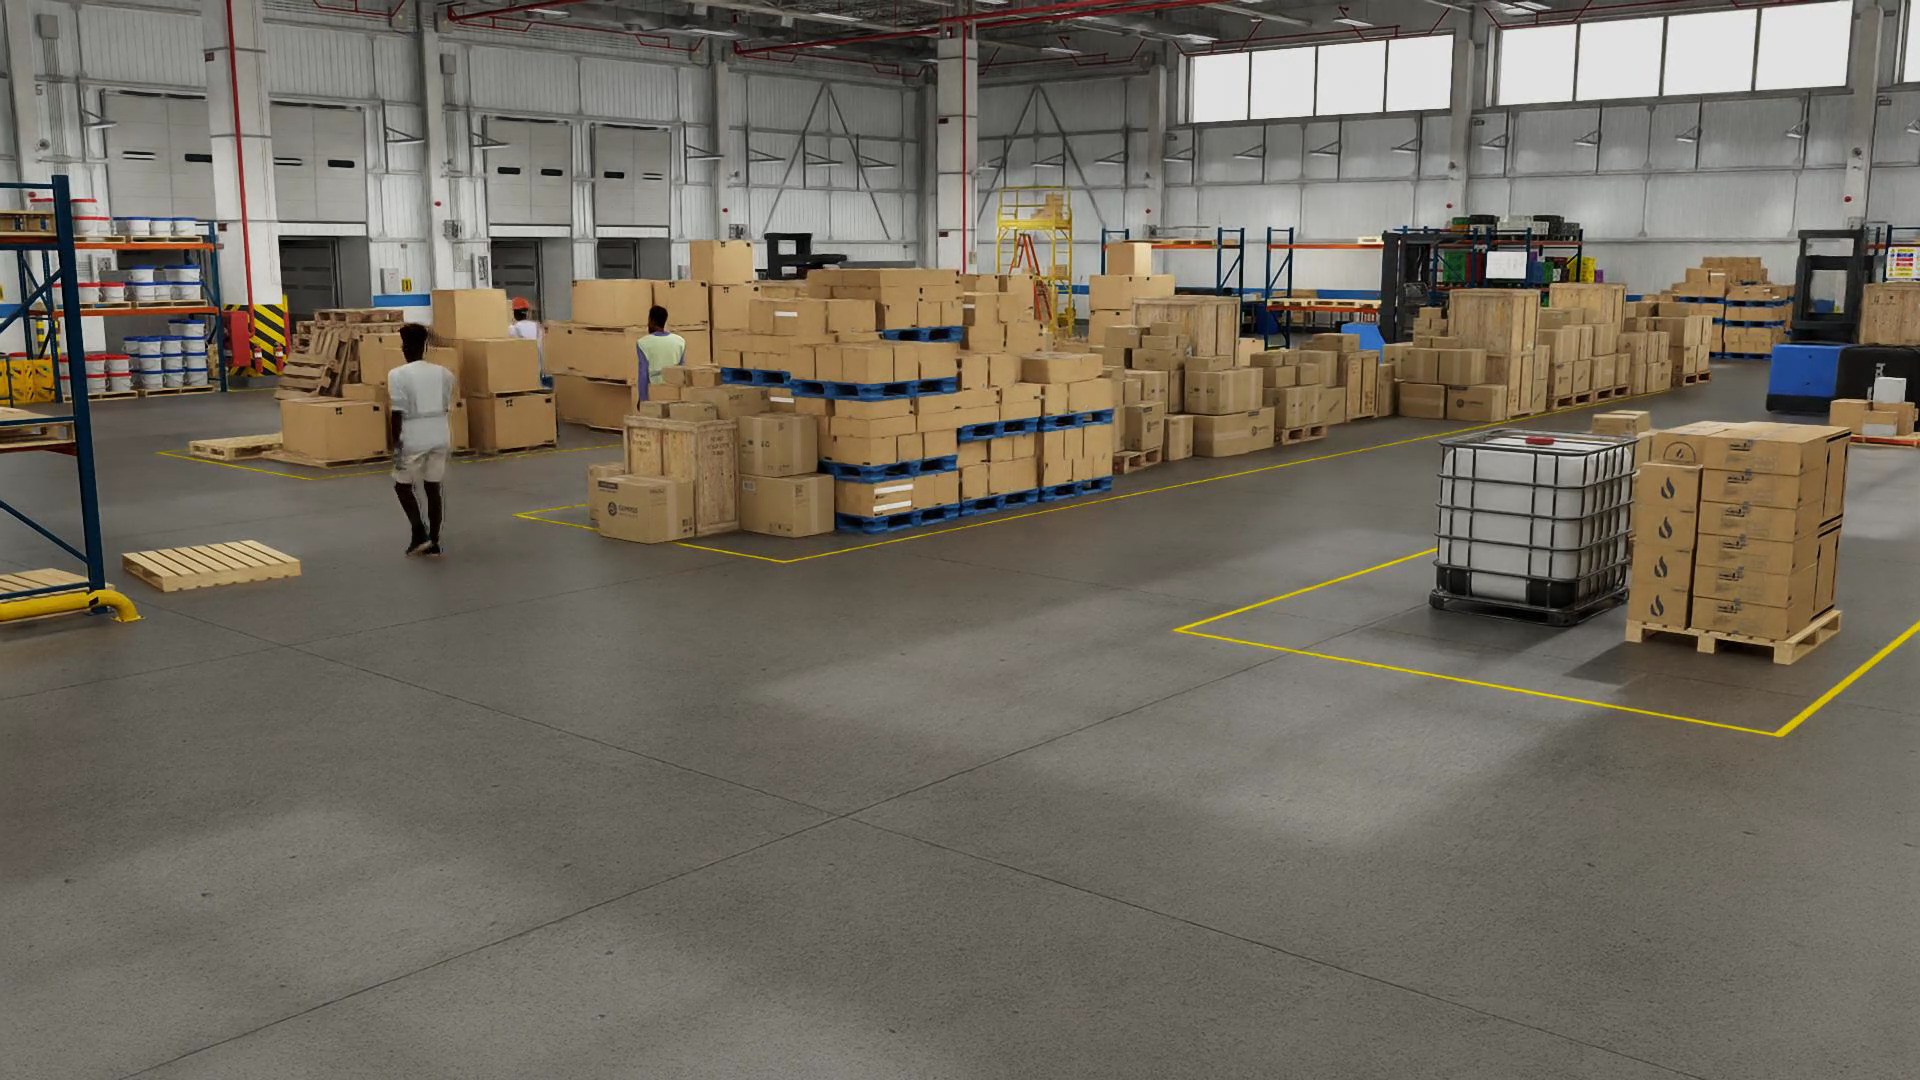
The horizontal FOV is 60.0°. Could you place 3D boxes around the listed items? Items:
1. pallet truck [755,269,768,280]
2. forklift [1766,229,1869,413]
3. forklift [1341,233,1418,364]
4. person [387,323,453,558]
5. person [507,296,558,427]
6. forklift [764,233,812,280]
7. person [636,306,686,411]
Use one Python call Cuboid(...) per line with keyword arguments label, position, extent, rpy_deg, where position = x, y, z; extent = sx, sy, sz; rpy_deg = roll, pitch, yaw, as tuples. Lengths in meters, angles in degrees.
Cuboid(label="pallet truck", position=(-4.996, -6.432, 45.525), extent=(1.885, 1.965, 0.823), rpy_deg=(-6, 12, -32))
Cuboid(label="forklift", position=(13.358, -3.388, 25.680), extent=(1.129, 2.768, 1.873), rpy_deg=(8, 13, 40))
Cuboid(label="forklift", position=(8.358, -4.466, 31.817), extent=(1.873, 2.768, 1.129), rpy_deg=(8, 13, 40))
Cuboid(label="person", position=(-4.437, -0.808, 13.683), extent=(0.448, 1.936, 0.609), rpy_deg=(8, 13, 40))
Cuboid(label="person", position=(-5.807, -2.329, 22.439), extent=(0.884, 1.914, 0.557), rpy_deg=(8, 13, 39))
Cuboid(label="forklift", position=(-3.210, -4.351, 31.165), extent=(1.873, 2.768, 1.129), rpy_deg=(8, 13, 40))
Cuboid(label="person", position=(-3.267, -1.599, 18.230), extent=(0.591, 1.919, 0.391), rpy_deg=(-9, 13, -41))
